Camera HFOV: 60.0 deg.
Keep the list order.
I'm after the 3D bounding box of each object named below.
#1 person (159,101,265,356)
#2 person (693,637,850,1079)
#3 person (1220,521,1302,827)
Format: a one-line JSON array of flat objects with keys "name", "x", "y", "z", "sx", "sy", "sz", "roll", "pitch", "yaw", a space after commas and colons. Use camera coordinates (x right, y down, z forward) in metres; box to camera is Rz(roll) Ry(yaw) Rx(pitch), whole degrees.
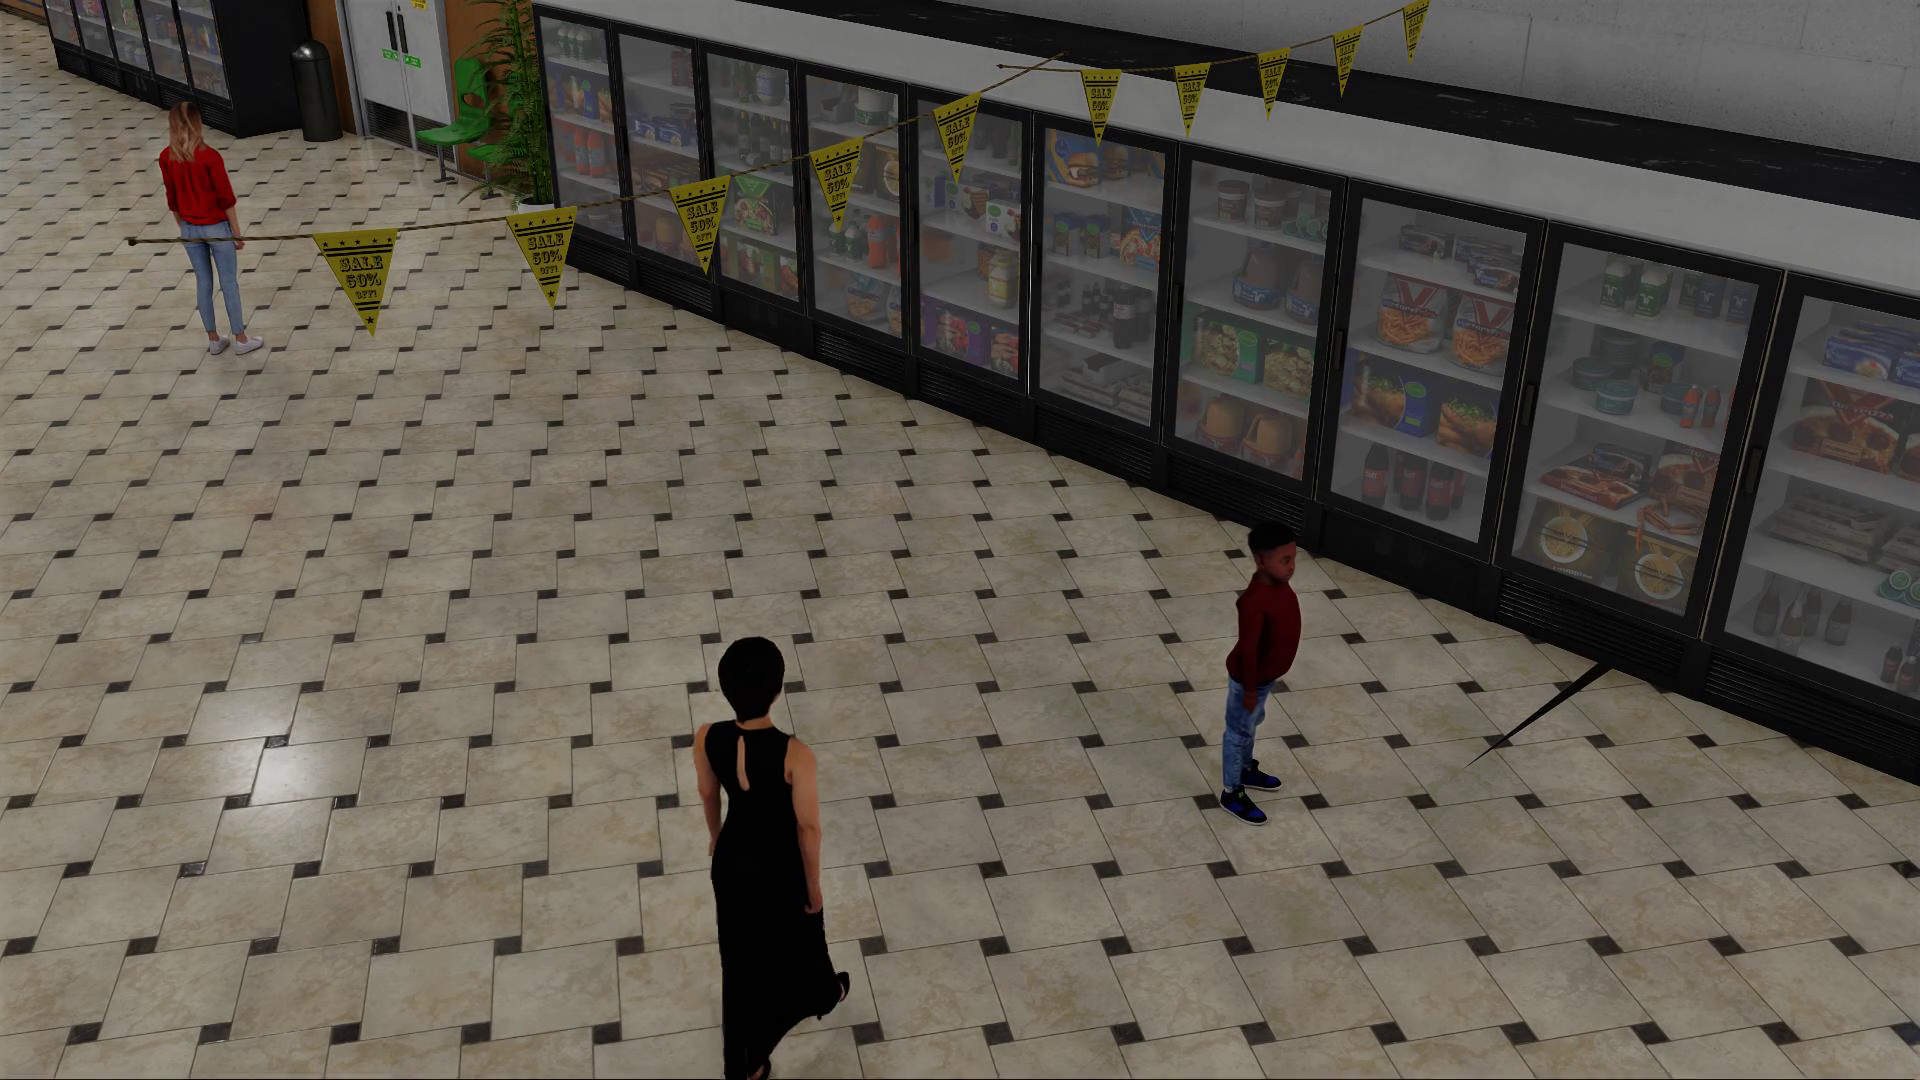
[{"name": "person", "x": -5.047, "y": -2.075, "z": 11.142, "sx": 0.683, "sy": 1.704, "sz": 0.716, "roll": 3, "pitch": 27, "yaw": 5}, {"name": "person", "x": -0.638, "y": 1.062, "z": 5.102, "sx": 0.831, "sy": 1.574, "sz": 0.990, "roll": 9, "pitch": 28, "yaw": 18}, {"name": "person", "x": 1.162, "y": 0.497, "z": 6.569, "sx": 0.624, "sy": 1.254, "sz": 0.507, "roll": 13, "pitch": 30, "yaw": 24}]
